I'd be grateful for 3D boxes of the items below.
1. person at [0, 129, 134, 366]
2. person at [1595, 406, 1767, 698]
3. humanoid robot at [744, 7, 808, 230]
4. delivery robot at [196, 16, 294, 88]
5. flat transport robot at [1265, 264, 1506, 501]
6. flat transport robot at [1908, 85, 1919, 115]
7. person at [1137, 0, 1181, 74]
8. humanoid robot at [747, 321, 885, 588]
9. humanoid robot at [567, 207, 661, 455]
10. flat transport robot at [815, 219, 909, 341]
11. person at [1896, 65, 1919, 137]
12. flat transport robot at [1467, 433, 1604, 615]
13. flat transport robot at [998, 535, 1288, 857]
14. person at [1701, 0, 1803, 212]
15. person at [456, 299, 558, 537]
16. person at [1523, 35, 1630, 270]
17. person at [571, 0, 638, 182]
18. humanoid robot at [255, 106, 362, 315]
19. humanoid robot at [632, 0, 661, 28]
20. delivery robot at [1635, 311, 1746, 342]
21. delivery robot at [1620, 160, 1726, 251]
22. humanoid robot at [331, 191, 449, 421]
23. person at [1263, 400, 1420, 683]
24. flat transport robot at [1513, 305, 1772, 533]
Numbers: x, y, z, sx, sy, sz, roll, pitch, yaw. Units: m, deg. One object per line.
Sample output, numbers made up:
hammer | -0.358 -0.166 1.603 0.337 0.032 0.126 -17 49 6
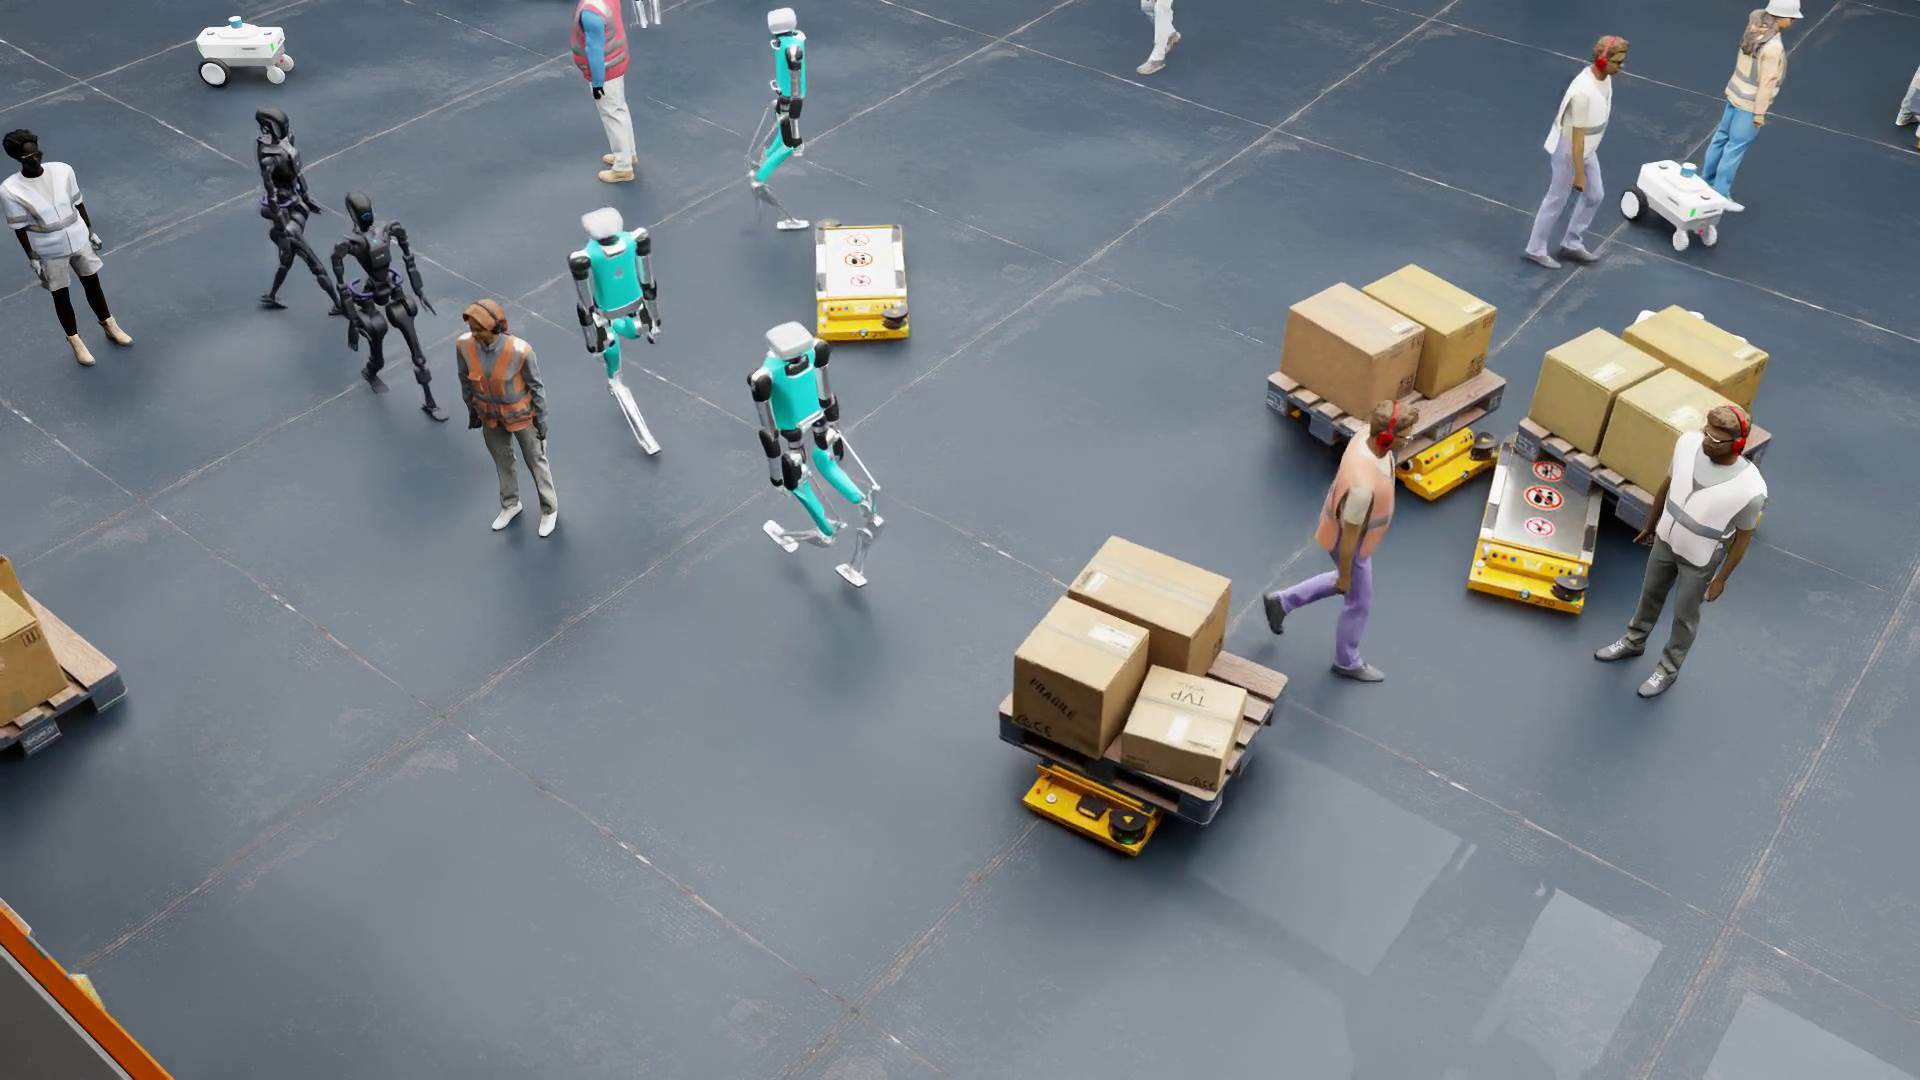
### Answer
person | -6.125 -2.008 11.335 0.318 1.699 0.534 26 47 27
person | 3.867 0.044 8.809 0.373 1.842 0.569 -18 43 -20
humanoid robot | -1.490 -3.079 12.640 0.725 1.887 0.543 -9 41 -10
delivery robot | -6.520 -4.436 15.091 0.808 0.614 0.499 0 40 0
flat transport robot | 2.782 -0.794 11.012 0.659 0.231 1.431 -27 47 -28
flat transport robot | 8.872 -3.530 14.230 1.431 0.231 0.659 -32 50 -32
person | 1.846 -5.145 14.890 0.581 1.874 0.584 -25 46 -26
humanoid robot | -0.792 -0.407 9.417 0.560 1.732 1.009 -33 50 -32
humanoid robot | -2.254 -1.414 10.643 0.554 1.764 1.004 -24 46 -26
flat transport robot | -0.740 -1.951 12.373 0.659 0.231 1.431 -3 40 -3
person | 8.360 -4.224 13.918 0.315 1.732 0.488 -15 43 -17
flat transport robot | 3.567 -0.126 10.226 0.659 0.231 1.431 14 42 16
flat transport robot | 0.971 1.033 8.863 0.659 0.231 1.431 21 45 23
person | 6.143 -3.424 12.980 0.366 1.727 0.488 -1 40 -1
person | -2.681 -0.725 9.873 0.521 1.636 0.308 9 41 11
person | 4.589 -2.781 12.147 0.635 1.826 0.583 26 47 27
person | -2.862 -3.771 13.313 0.431 1.835 0.628 1 40 1
humanoid robot | -4.781 -2.313 11.763 0.784 1.634 0.611 1 40 1
humanoid robot | -3.023 -5.651 15.614 0.542 1.812 0.704 -16 43 -18
delivery robot | 4.913 -1.282 11.376 0.788 0.610 0.499 22 45 24
delivery robot | 5.601 -2.664 12.981 0.499 0.581 0.768 -12 42 -14
humanoid robot | -3.779 -1.553 10.860 0.769 1.641 0.612 32 50 32
person | 2.051 -0.009 8.894 0.675 1.818 0.587 11 42 12
flat transport robot | 4.293 -0.437 10.592 0.659 0.231 1.431 -24 46 -26
